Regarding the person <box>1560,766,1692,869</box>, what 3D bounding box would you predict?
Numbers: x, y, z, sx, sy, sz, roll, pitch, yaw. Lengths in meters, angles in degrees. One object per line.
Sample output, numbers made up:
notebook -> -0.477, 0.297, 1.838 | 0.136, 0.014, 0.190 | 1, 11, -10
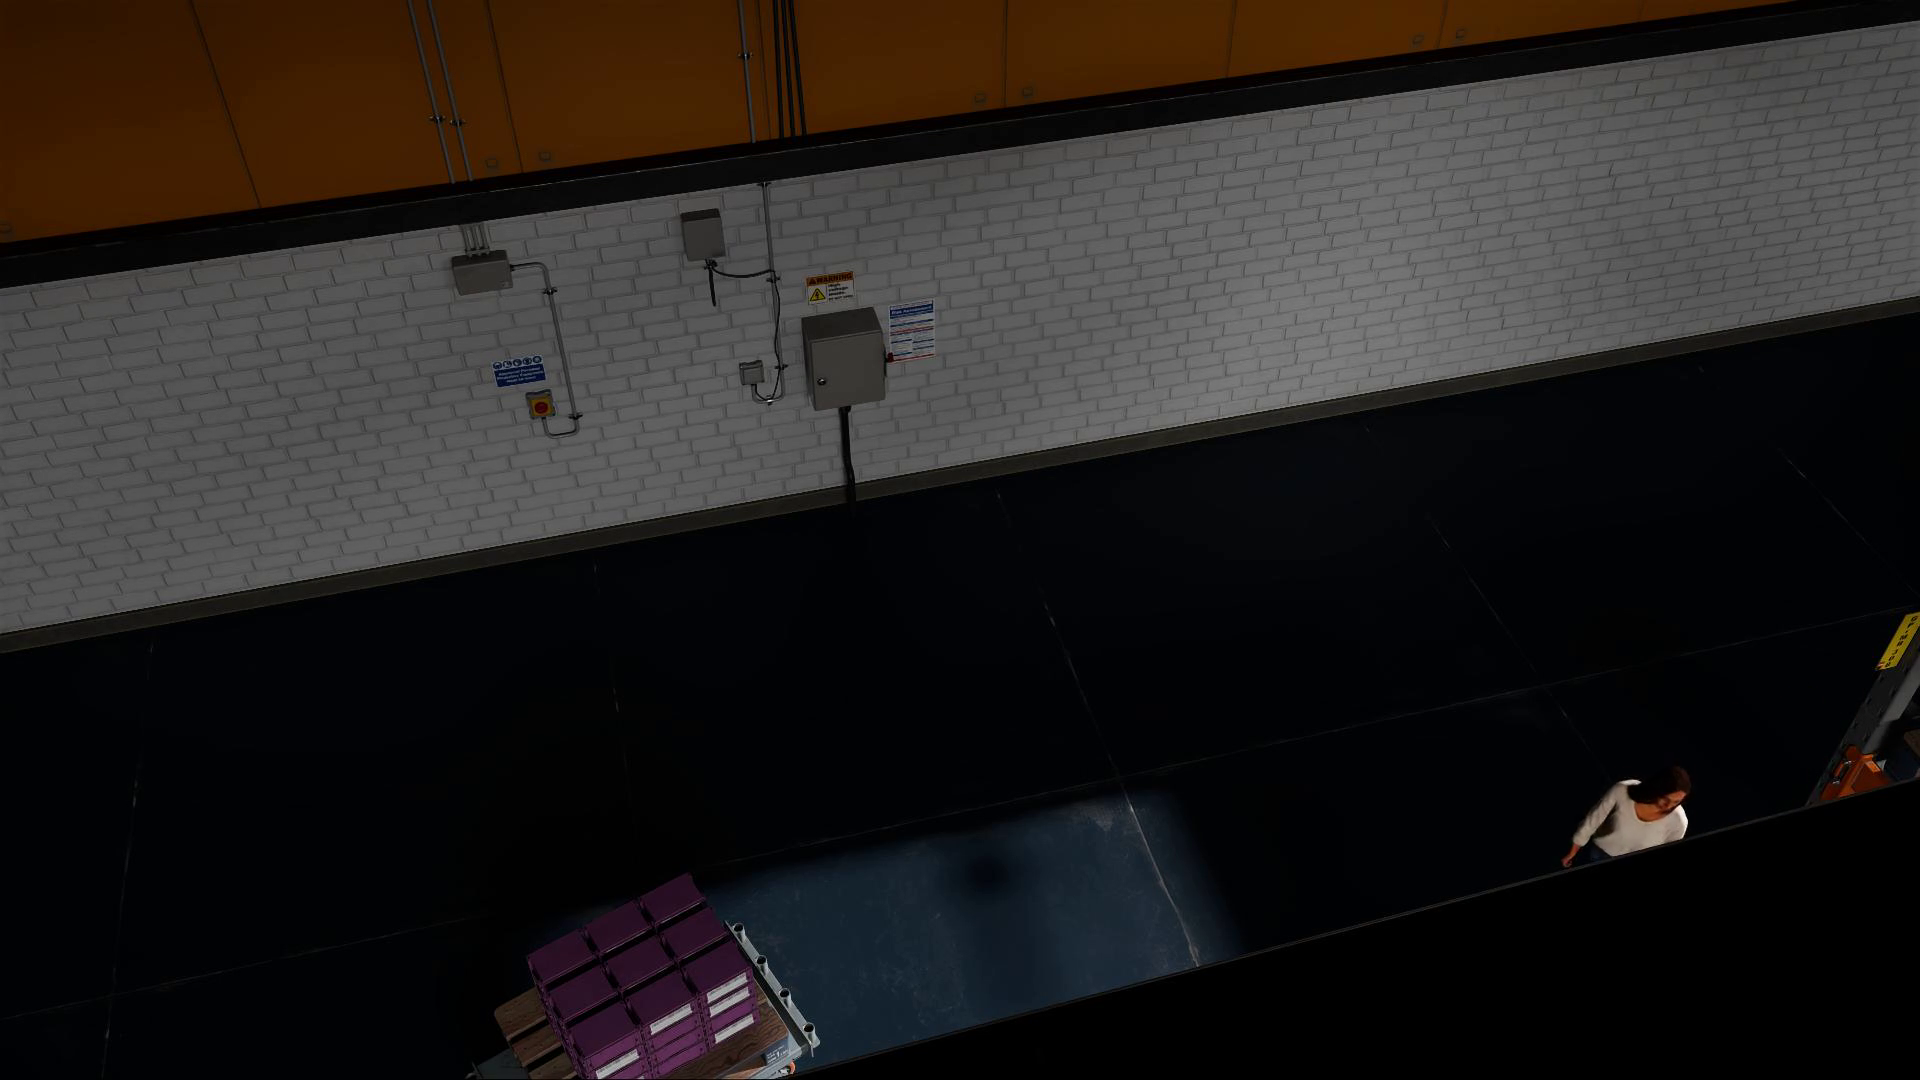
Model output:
person -> 3.658, 1.694, 9.128 | 1.021, 1.628, 1.136 | -31, 52, -28
